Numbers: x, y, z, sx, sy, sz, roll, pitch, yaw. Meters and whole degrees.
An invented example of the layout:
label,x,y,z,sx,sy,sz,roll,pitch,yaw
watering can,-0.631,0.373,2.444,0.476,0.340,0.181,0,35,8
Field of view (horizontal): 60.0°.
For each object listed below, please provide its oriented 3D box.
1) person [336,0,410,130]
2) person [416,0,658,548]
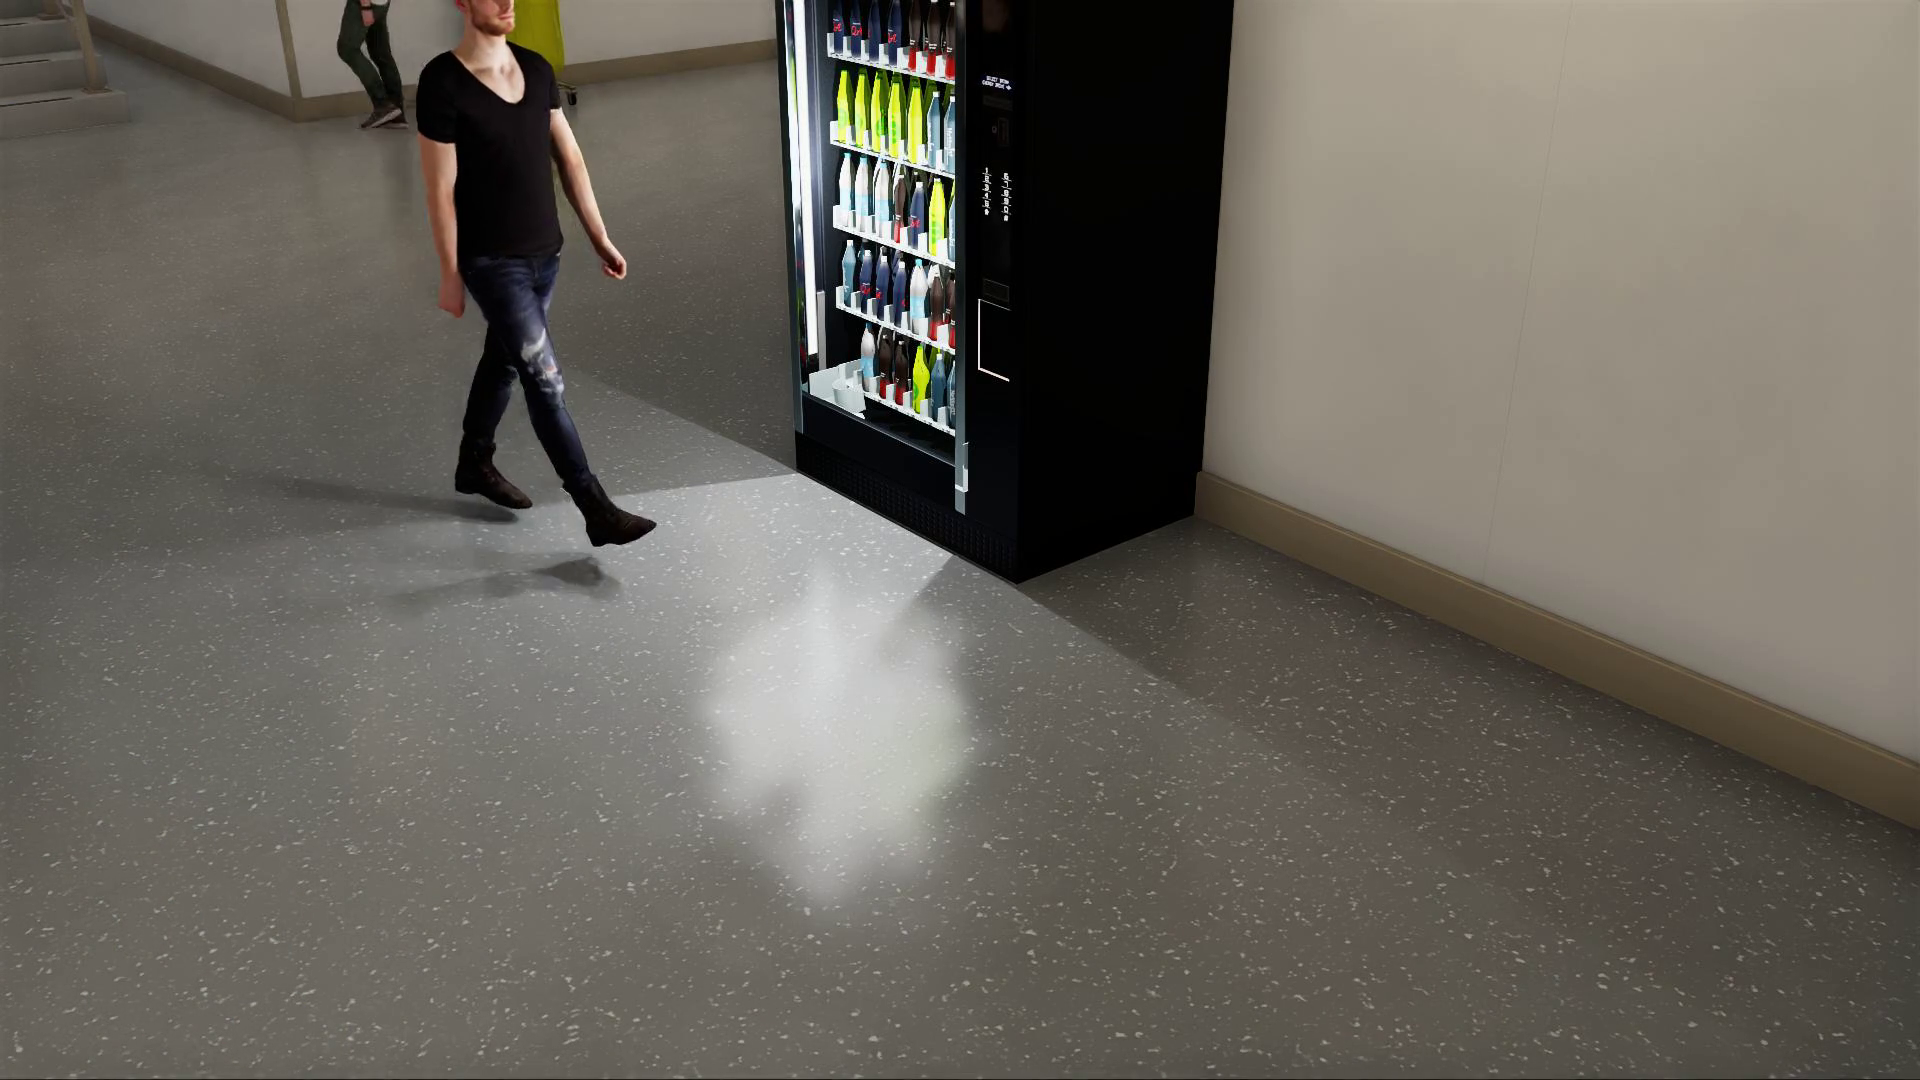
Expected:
label,x,y,z,sx,sy,sz,roll,pitch,yaw
person,-3.839,-3.555,11.041,0.775,1.644,0.699,-3,26,-7
person,-1.489,-0.895,5.287,1.288,1.850,0.968,14,29,27
